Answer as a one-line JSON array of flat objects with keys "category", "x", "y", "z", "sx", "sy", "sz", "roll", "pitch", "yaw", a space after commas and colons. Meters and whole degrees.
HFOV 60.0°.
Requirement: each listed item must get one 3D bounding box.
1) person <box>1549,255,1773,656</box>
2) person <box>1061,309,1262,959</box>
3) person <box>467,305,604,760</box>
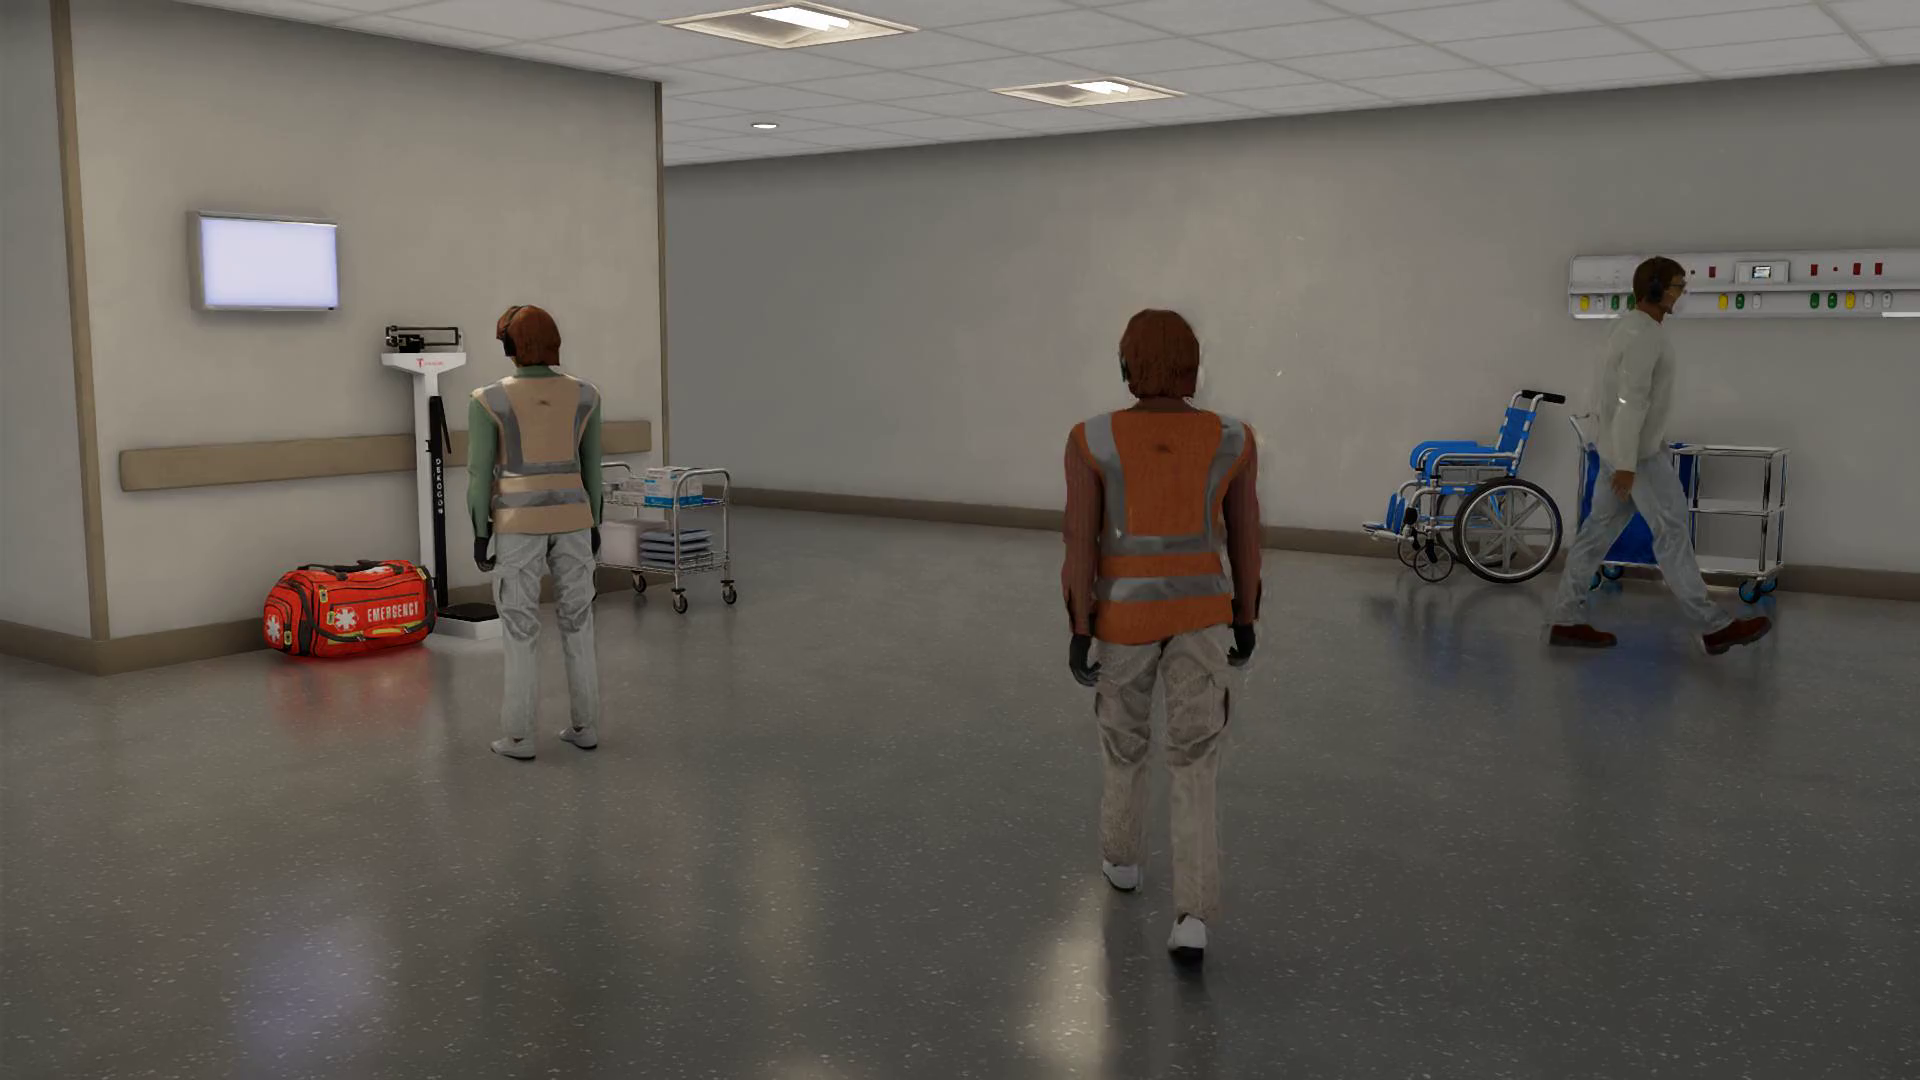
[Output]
[{"category": "person", "x": 3.327, "y": -0.393, "z": 7.905, "sx": 1.001, "sy": 1.885, "sz": 0.658, "roll": 2, "pitch": 7, "yaw": 16}, {"category": "person", "x": 0.517, "y": 0.214, "z": 4.222, "sx": 0.524, "sy": 1.595, "sz": 0.877, "roll": 0, "pitch": 7, "yaw": -1}, {"category": "person", "x": -1.520, "y": -0.026, "z": 6.009, "sx": 0.508, "sy": 1.629, "sz": 0.315, "roll": -5, "pitch": 9, "yaw": -34}]
